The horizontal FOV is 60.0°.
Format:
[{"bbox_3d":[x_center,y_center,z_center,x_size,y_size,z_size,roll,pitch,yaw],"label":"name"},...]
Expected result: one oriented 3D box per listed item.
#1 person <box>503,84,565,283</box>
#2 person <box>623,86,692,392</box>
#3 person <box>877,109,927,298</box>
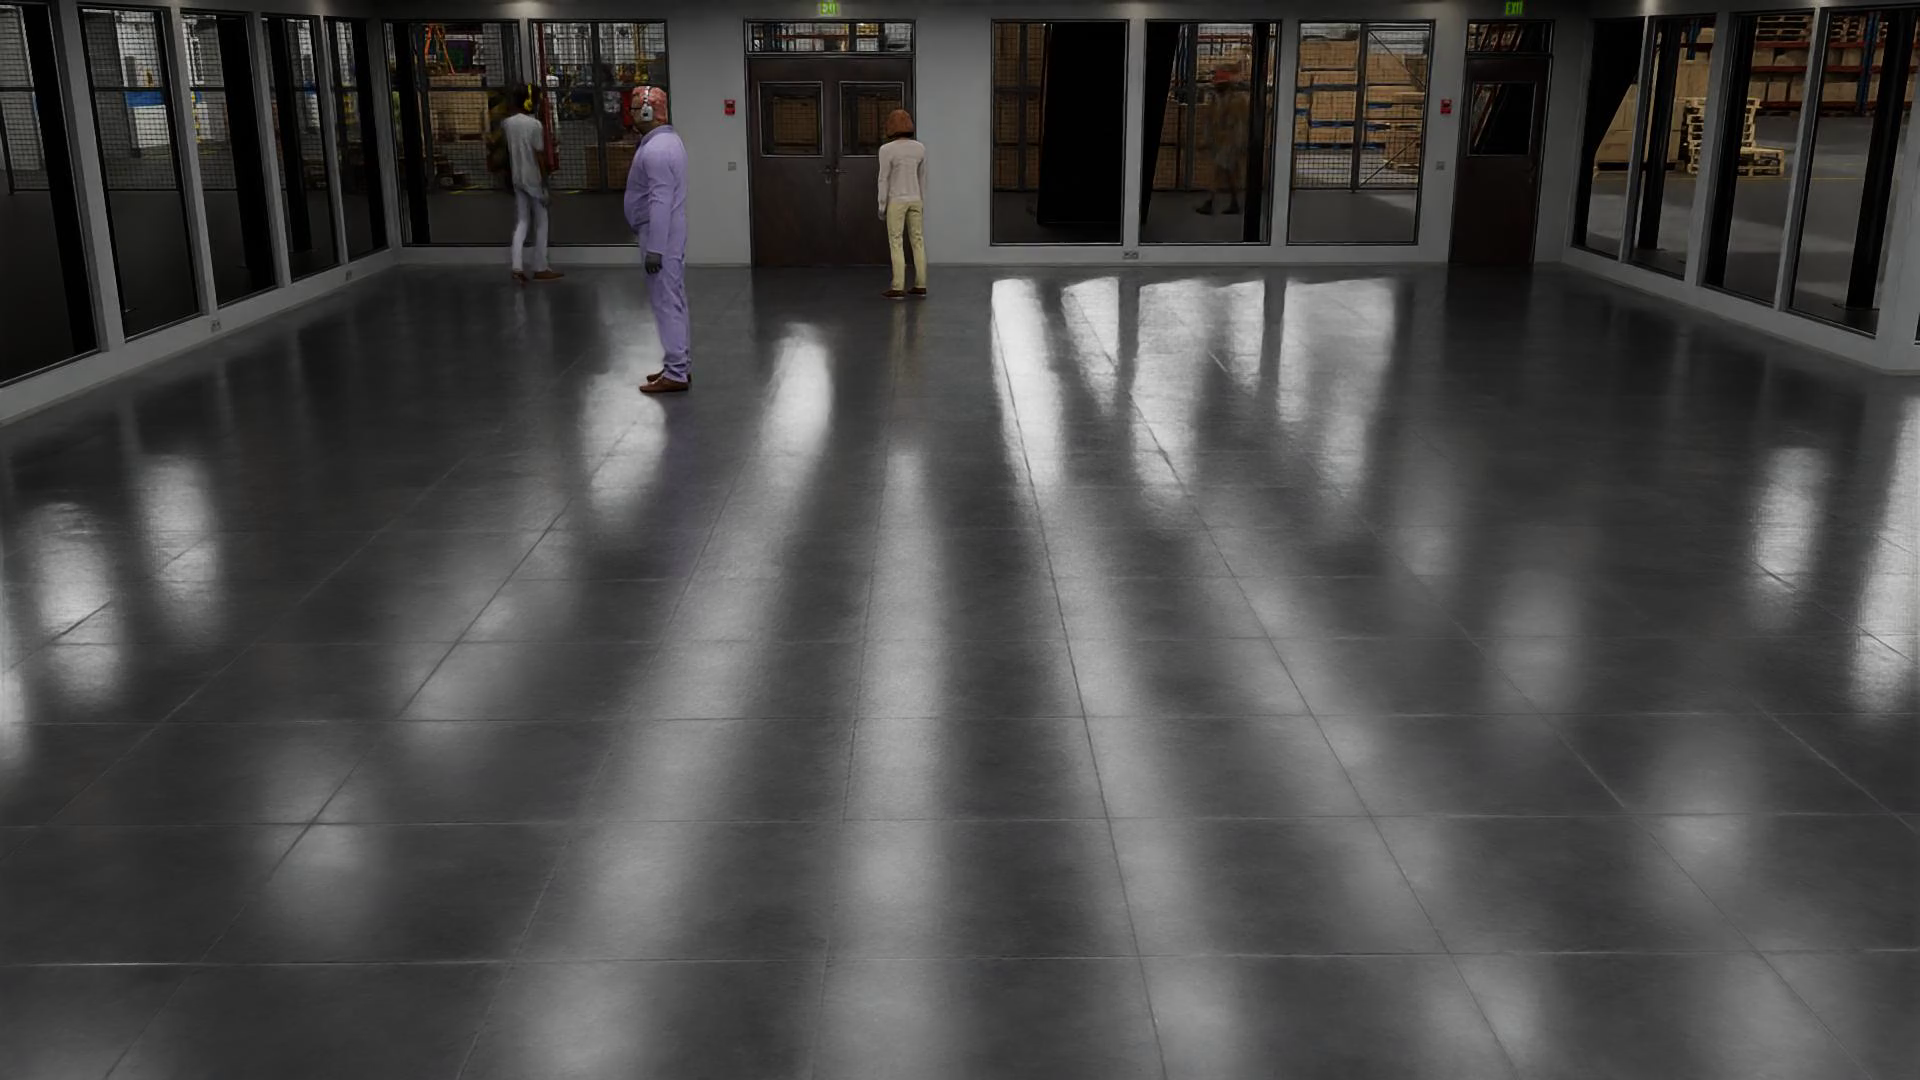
[{"bbox_3d":[-4.058,-3.309,15.515,0.598,1.831,0.649,8,18,25],"label":"person"},{"bbox_3d":[-1.923,-1.896,10.557,0.402,1.906,0.652,0,16,-1],"label":"person"},{"bbox_3d":[-0.506,-2.947,14.627,0.496,1.625,0.283,-13,21,-38],"label":"person"}]
